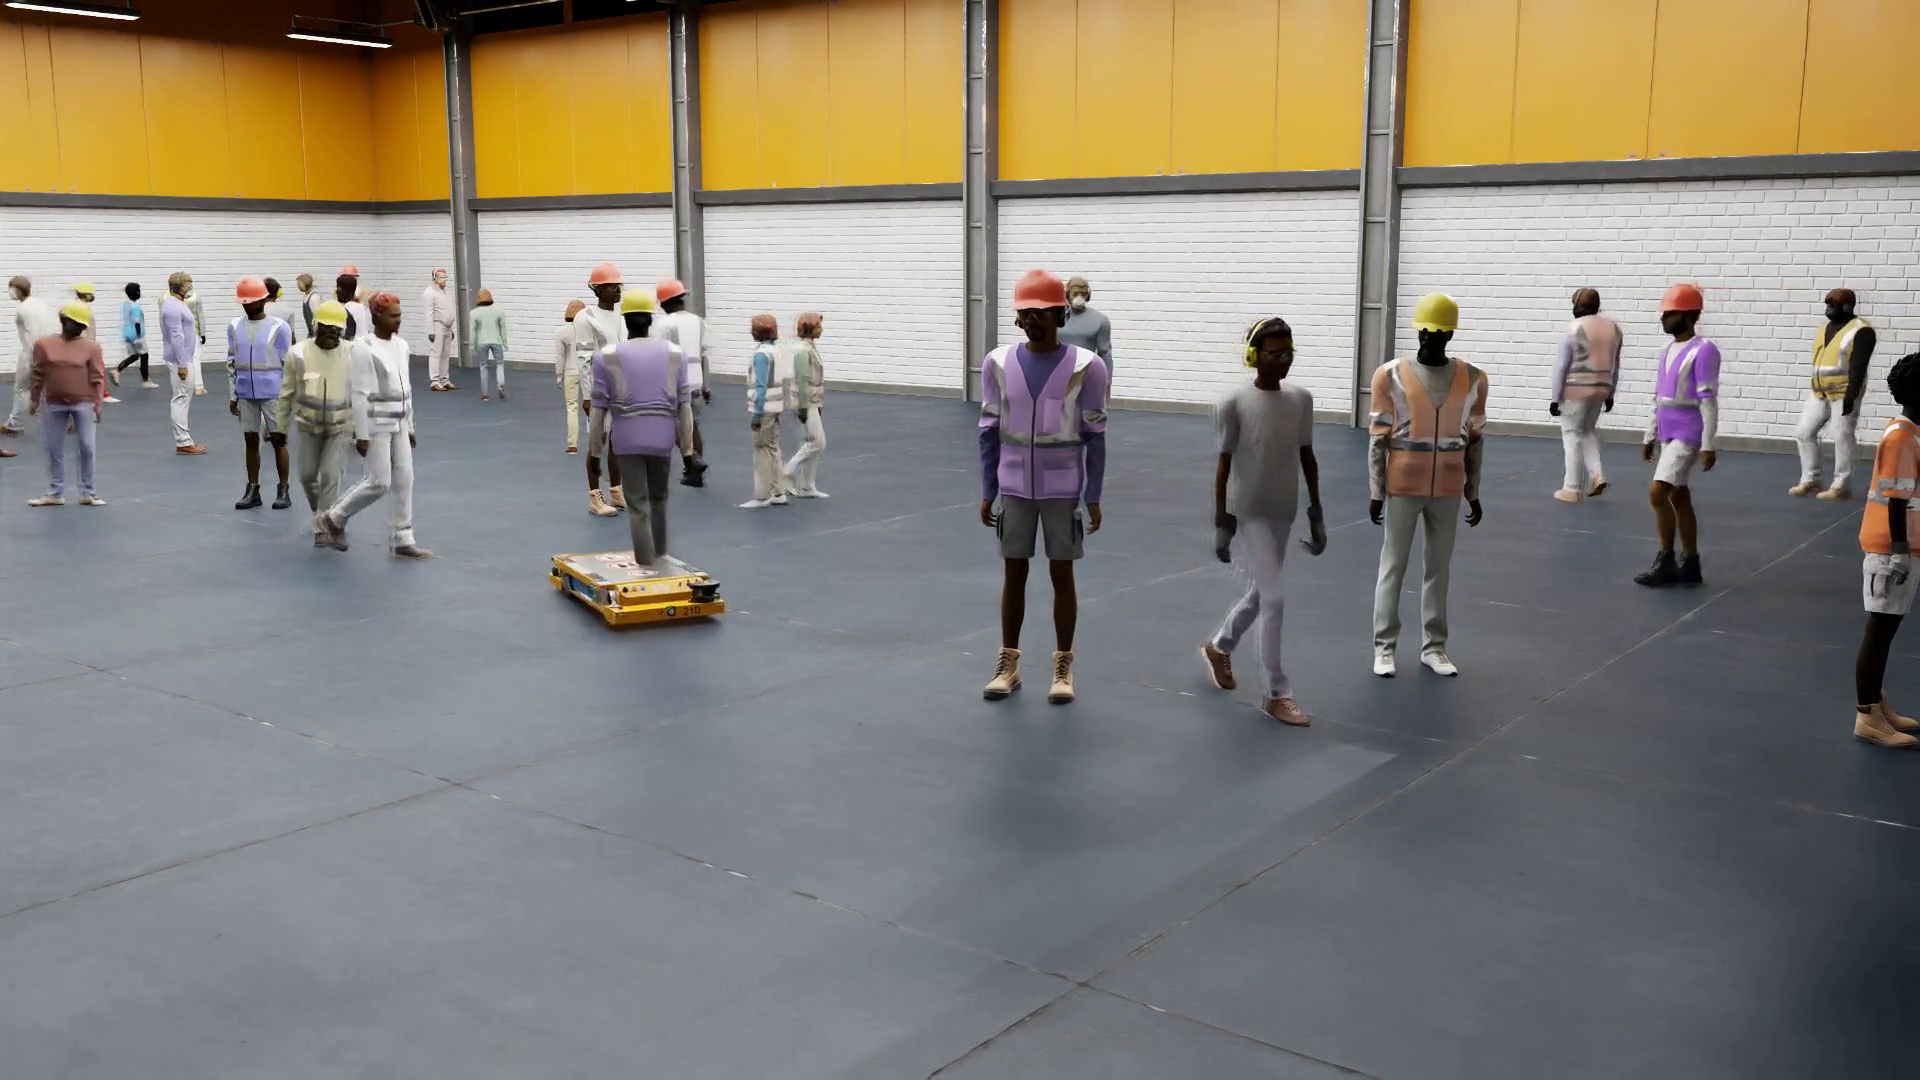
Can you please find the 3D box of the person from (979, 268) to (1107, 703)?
[{"bbox_3d":[0.379,-0.245,7.822,0.609,2.044,0.393,3,10,17],"label":"person"}]

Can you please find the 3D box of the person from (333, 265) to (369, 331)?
[{"bbox_3d":[-9.974,-3.539,27.315,0.548,1.934,0.375,0,10,-1],"label":"person"}]

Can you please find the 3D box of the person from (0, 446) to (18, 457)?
[{"bbox_3d":[-10.258,-1.747,17.068,0.777,1.882,0.646,-3,10,-15],"label":"person"}]

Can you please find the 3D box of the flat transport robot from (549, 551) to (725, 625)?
[{"bbox_3d":[-1.981,0.257,10.056,0.652,0.197,1.431,-5,11,-28],"label":"flat transport robot"}]

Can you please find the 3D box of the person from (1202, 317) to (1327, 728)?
[{"bbox_3d":[1.404,-0.124,7.747,0.530,1.836,0.918,-5,11,-25],"label":"person"}]

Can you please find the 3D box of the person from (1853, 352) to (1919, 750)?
[{"bbox_3d":[4.067,0.037,7.187,0.319,1.697,0.533,6,12,33],"label":"person"}]

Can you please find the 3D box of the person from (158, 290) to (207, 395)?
[{"bbox_3d":[-11.677,-3.097,25.021,0.629,1.840,0.429,-2,10,-13],"label":"person"}]

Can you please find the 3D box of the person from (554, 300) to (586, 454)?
[{"bbox_3d":[-4.029,-1.722,17.614,0.497,1.633,0.285,-4,10,-21],"label":"person"}]

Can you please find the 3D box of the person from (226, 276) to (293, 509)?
[{"bbox_3d":[-5.798,-1.210,13.776,0.543,1.928,0.372,0,10,1],"label":"person"}]

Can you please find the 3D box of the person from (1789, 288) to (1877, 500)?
[{"bbox_3d":[7.456,-1.237,14.256,0.568,1.826,0.629,-3,10,-16],"label":"person"}]

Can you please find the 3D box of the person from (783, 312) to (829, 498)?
[{"bbox_3d":[-1.317,-1.146,14.297,0.394,1.627,0.514,0,10,0],"label":"person"}]

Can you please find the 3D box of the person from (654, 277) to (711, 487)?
[{"bbox_3d":[-2.465,-1.394,14.915,0.496,1.907,0.597,8,13,40],"label":"person"}]

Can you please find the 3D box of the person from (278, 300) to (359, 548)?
[{"bbox_3d":[-4.609,-0.851,12.116,0.646,1.786,0.718,-3,10,-17],"label":"person"}]

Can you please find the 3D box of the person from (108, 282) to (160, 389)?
[{"bbox_3d":[-12.966,-3.187,26.007,0.538,1.676,0.630,8,13,41],"label":"person"}]

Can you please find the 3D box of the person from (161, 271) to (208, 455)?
[{"bbox_3d":[-8.206,-1.862,17.560,0.373,1.935,0.628,-4,10,-22],"label":"person"}]

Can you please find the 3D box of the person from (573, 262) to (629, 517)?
[{"bbox_3d":[-2.834,-1.218,13.479,0.370,2.048,0.608,6,11,30],"label":"person"}]

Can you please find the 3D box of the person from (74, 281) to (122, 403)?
[{"bbox_3d":[-12.434,-2.788,23.524,0.823,1.733,0.516,-6,11,-30],"label":"person"}]

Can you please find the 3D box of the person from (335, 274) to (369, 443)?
[{"bbox_3d":[-6.674,-1.998,18.465,0.706,1.894,0.603,-1,10,-8],"label":"person"}]

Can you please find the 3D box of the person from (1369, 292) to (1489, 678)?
[{"bbox_3d":[2.331,-0.268,8.305,0.589,1.924,0.383,0,10,-1],"label":"person"}]

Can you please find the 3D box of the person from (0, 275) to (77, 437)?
[{"bbox_3d":[-10.693,-2.116,19.240,1.047,1.876,0.654,-2,10,-11],"label":"person"}]

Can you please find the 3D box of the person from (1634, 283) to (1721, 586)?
[{"bbox_3d":[4.498,-0.657,10.562,0.660,1.916,0.577,-1,10,-5],"label":"person"}]

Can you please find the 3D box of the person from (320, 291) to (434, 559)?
[{"bbox_3d":[-4.049,-0.782,11.488,0.712,1.863,0.587,3,10,15],"label":"person"}]

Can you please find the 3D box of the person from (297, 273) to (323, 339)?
[{"bbox_3d":[-9.868,-3.172,25.503,0.478,1.822,0.519,-8,12,-38],"label":"person"}]

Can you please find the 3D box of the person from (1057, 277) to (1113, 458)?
[{"bbox_3d":[1.048,-1.388,14.888,0.646,1.891,1.023,0,10,1],"label":"person"}]

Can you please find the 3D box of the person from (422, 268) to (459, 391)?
[{"bbox_3d":[-8.047,-3.260,25.804,0.403,1.900,0.639,2,10,12],"label":"person"}]

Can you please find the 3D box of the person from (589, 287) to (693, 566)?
[{"bbox_3d":[-1.989,-0.597,10.273,0.609,1.898,0.770,-4,11,-24],"label":"person"}]

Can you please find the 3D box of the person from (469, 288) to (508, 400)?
[{"bbox_3d":[-6.799,-2.817,24.003,0.552,1.622,0.463,-4,11,-22],"label":"person"}]

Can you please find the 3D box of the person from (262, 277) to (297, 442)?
[{"bbox_3d":[-7.681,-2.011,18.665,0.503,1.850,0.581,-4,10,-21],"label":"person"}]

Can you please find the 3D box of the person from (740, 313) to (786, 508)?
[{"bbox_3d":[-1.630,-1.073,13.859,0.331,1.644,0.527,2,10,9],"label":"person"}]

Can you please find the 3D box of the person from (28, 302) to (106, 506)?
[{"bbox_3d":[-7.482,-1.115,13.831,0.696,1.718,0.366,-3,10,-15],"label":"person"}]

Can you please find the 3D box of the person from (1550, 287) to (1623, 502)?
[{"bbox_3d":[5.287,-1.227,14.147,0.650,1.832,0.442,-4,10,-21],"label":"person"}]
